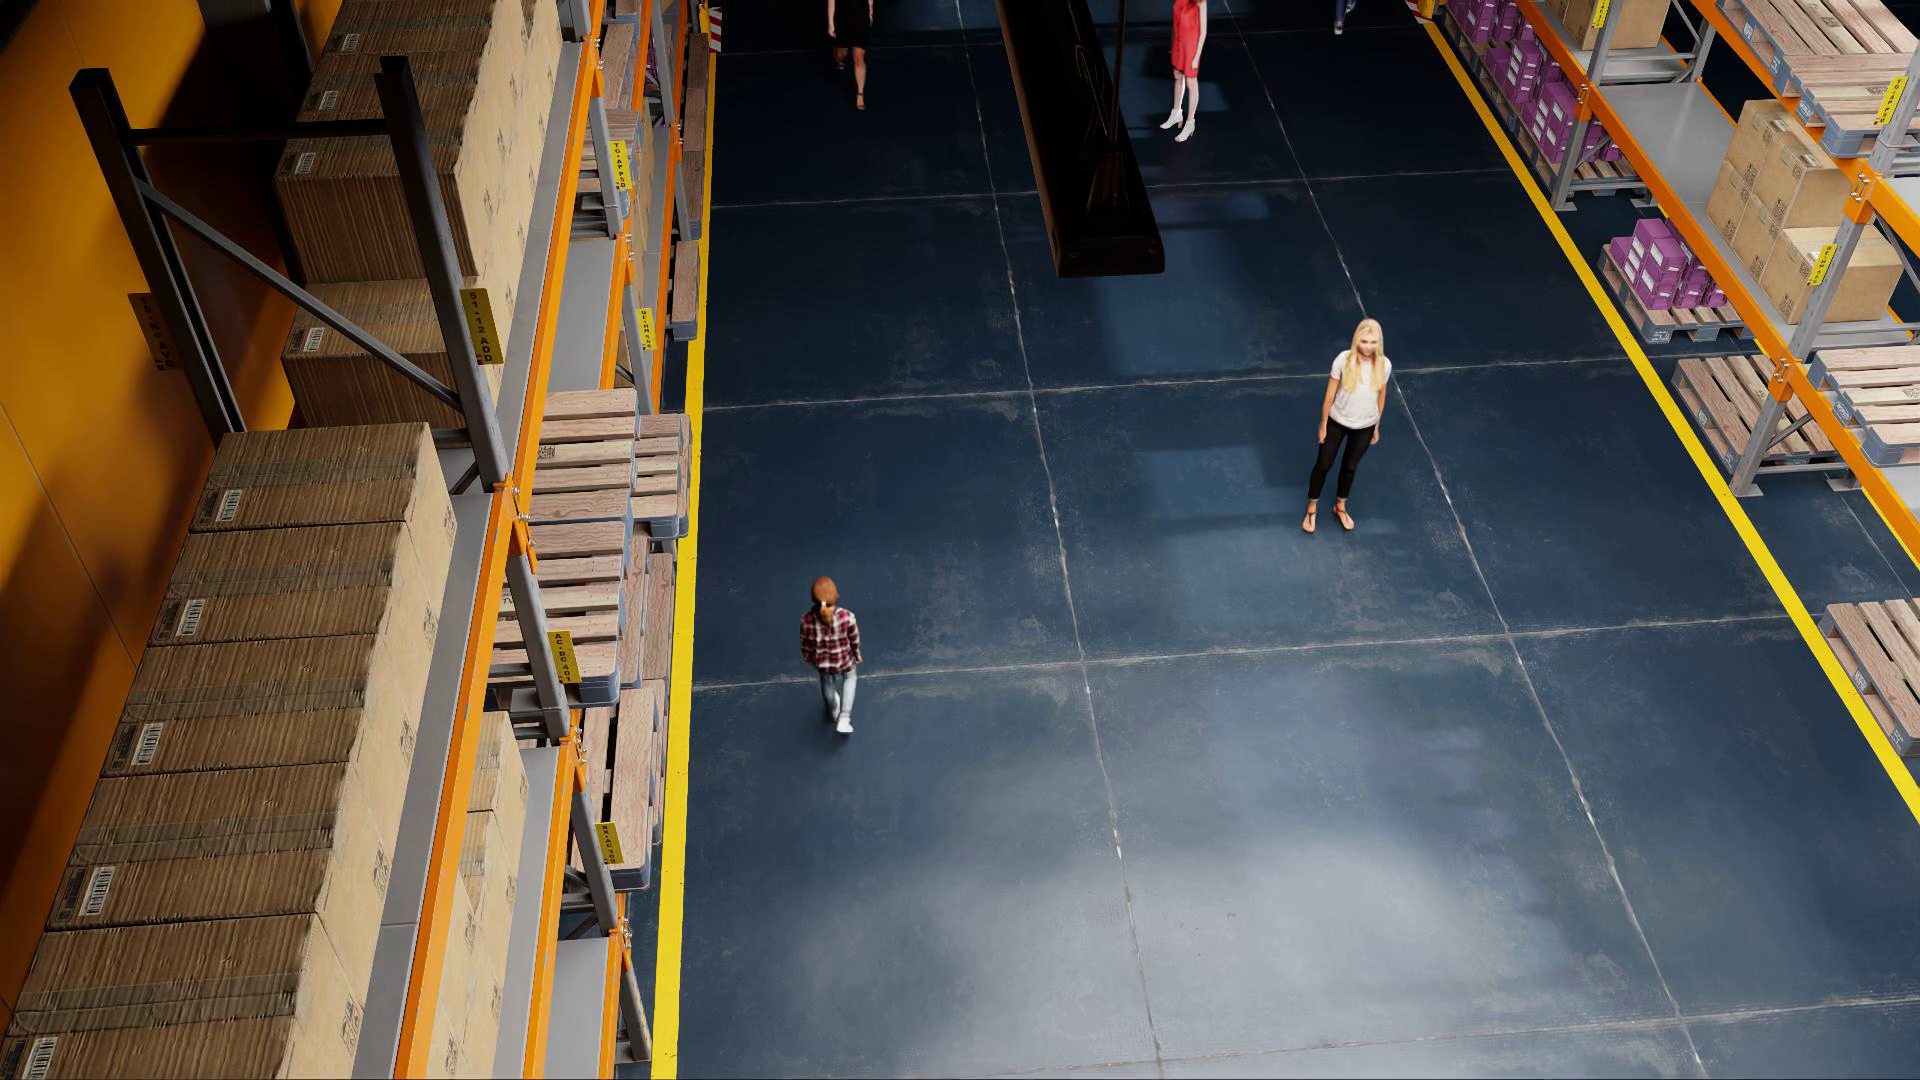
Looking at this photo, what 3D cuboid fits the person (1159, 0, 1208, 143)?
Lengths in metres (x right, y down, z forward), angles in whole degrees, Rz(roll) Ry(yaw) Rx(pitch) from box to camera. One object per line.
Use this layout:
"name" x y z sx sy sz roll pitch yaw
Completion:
"person" 2.185 -4.711 15.932 0.712 1.827 0.567 -18 46 -18

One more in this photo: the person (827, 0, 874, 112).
"person" -1.112 -5.141 16.481 0.710 1.692 1.023 -9 44 -9

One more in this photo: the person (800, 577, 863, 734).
"person" -0.809 0.762 10.570 0.560 1.299 0.688 0 44 0

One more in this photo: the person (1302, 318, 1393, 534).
"person" 2.768 -0.827 11.856 0.610 1.826 0.530 -2 44 -2
